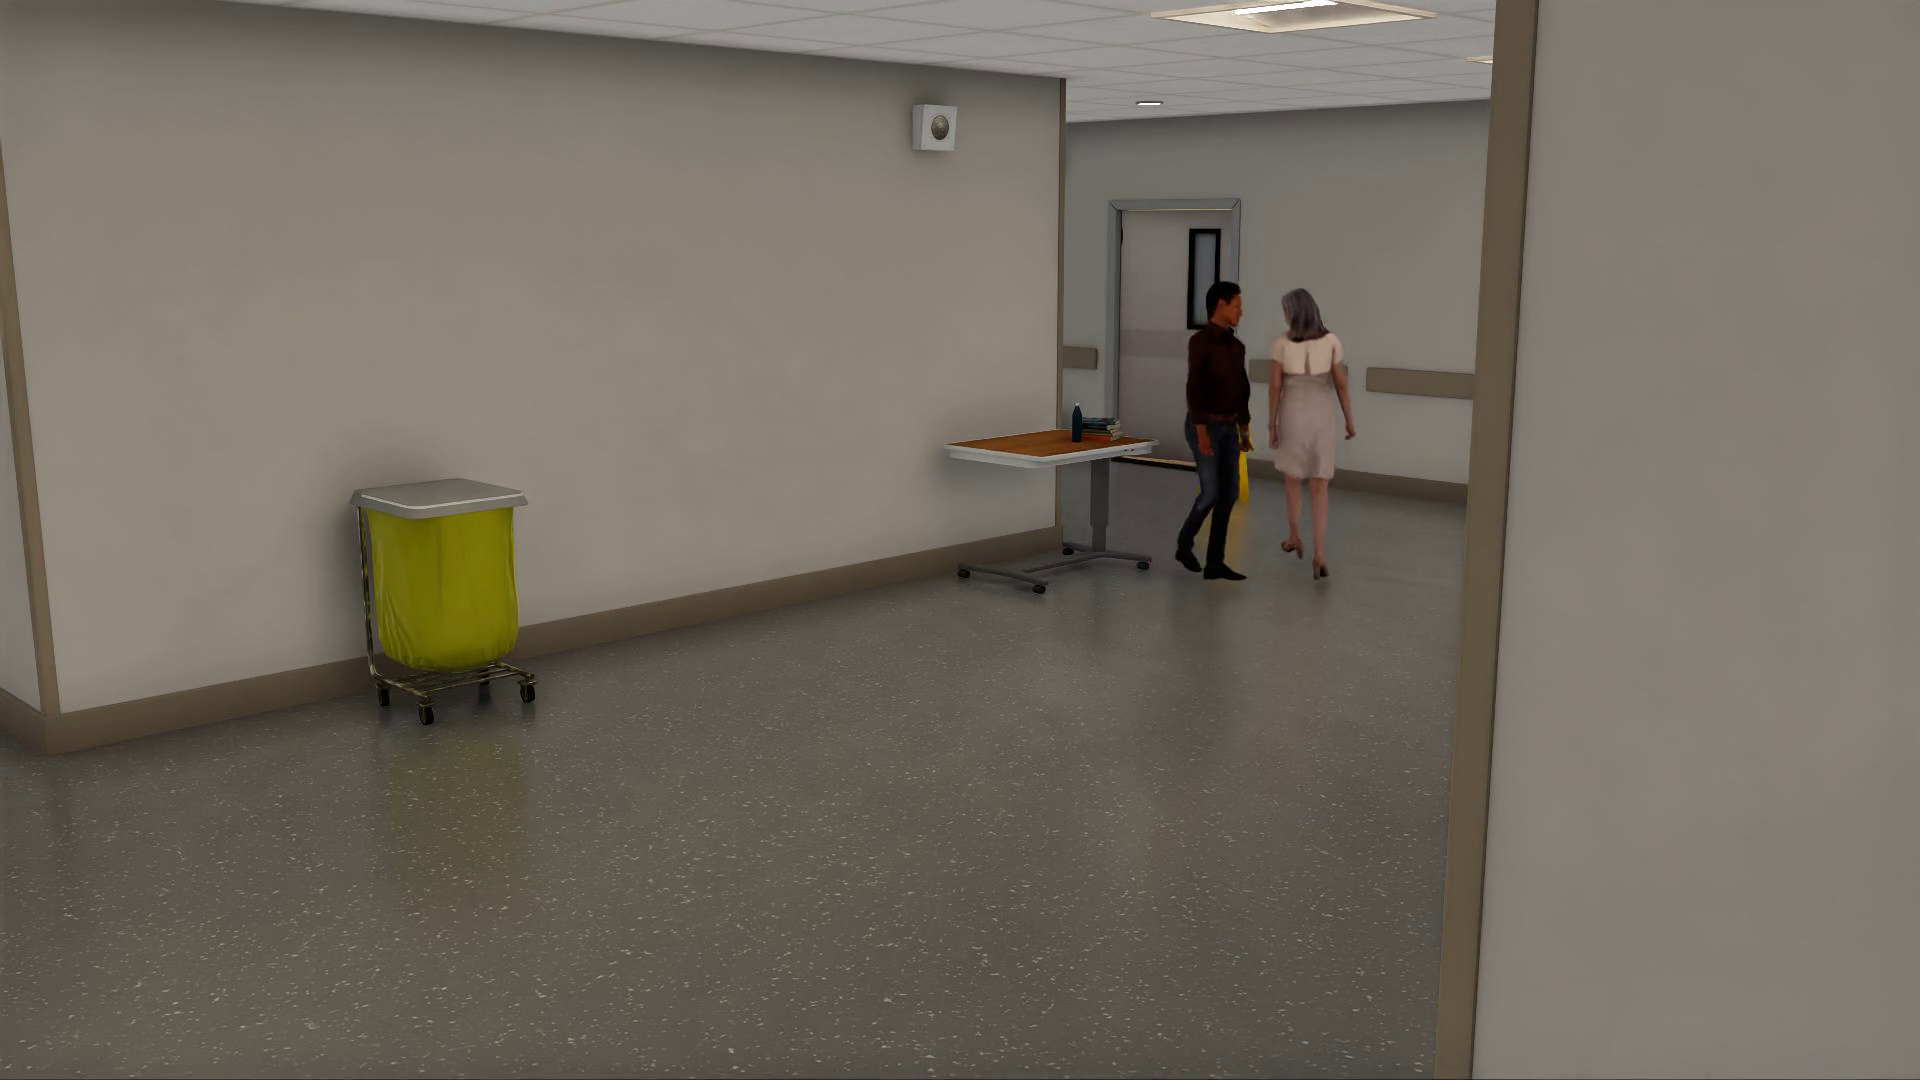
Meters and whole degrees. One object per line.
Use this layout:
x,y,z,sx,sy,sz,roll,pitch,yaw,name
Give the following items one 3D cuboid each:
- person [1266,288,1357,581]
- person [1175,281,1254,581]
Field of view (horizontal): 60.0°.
2.061,-0.602,9.866,1.127,1.690,1.155,2,11,10,person
1.452,-0.625,9.836,0.708,1.746,0.745,-7,13,-34,person
